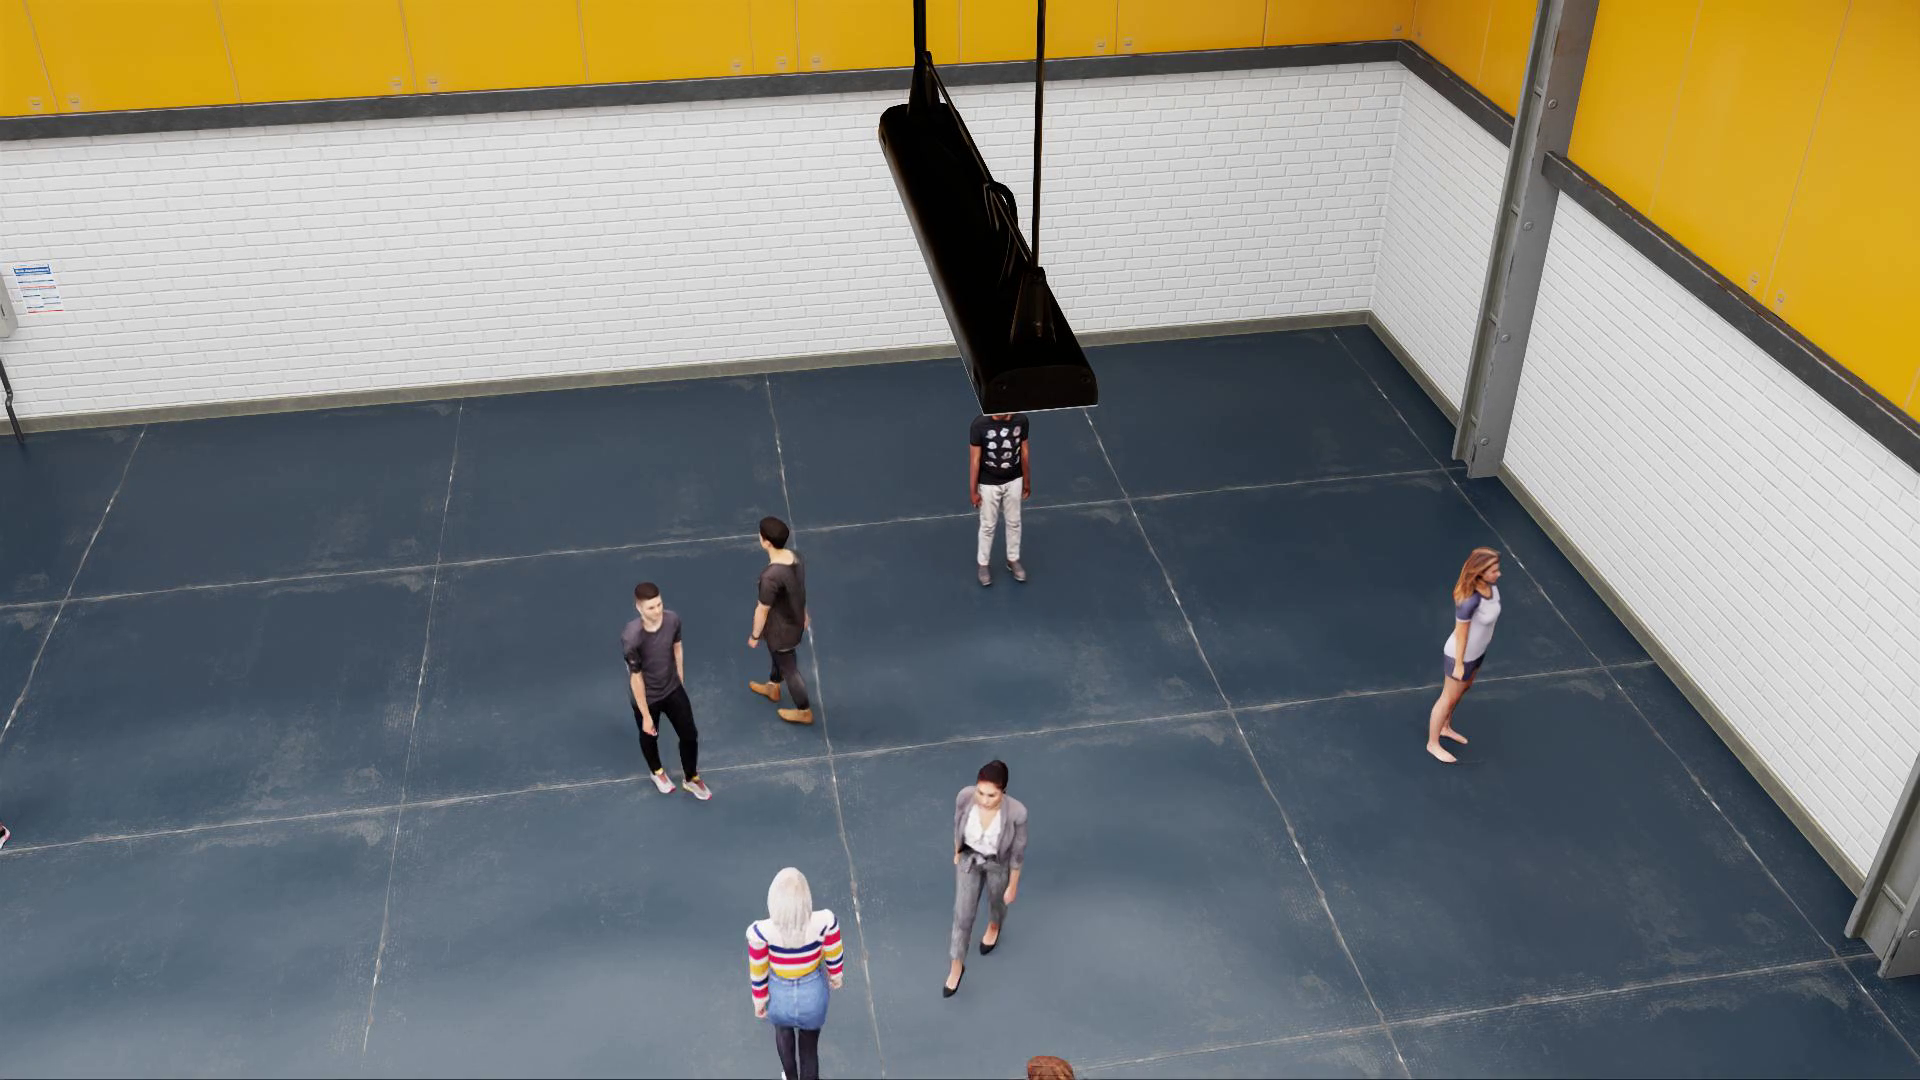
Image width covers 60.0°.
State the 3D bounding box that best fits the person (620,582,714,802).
[{"bbox_3d":[-2.100,0.995,11.257,0.838,1.744,0.921,-25,41,-32],"label":"person"}]

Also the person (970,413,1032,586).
[{"bbox_3d":[0.322,-0.477,13.420,0.680,1.801,0.626,-9,35,-13],"label":"person"}]

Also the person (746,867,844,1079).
[{"bbox_3d":[-0.873,2.506,8.938,0.662,1.797,0.626,-4,34,-5],"label":"person"}]

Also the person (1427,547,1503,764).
[{"bbox_3d":[3.516,0.767,11.614,0.731,1.730,0.684,24,41,32],"label":"person"}]

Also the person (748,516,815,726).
[{"bbox_3d":[-1.191,0.616,11.874,0.913,1.693,0.904,11,35,17],"label":"person"}]

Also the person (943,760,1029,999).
[{"bbox_3d":[0.207,1.906,9.978,0.904,1.644,1.042,13,36,18],"label":"person"}]
